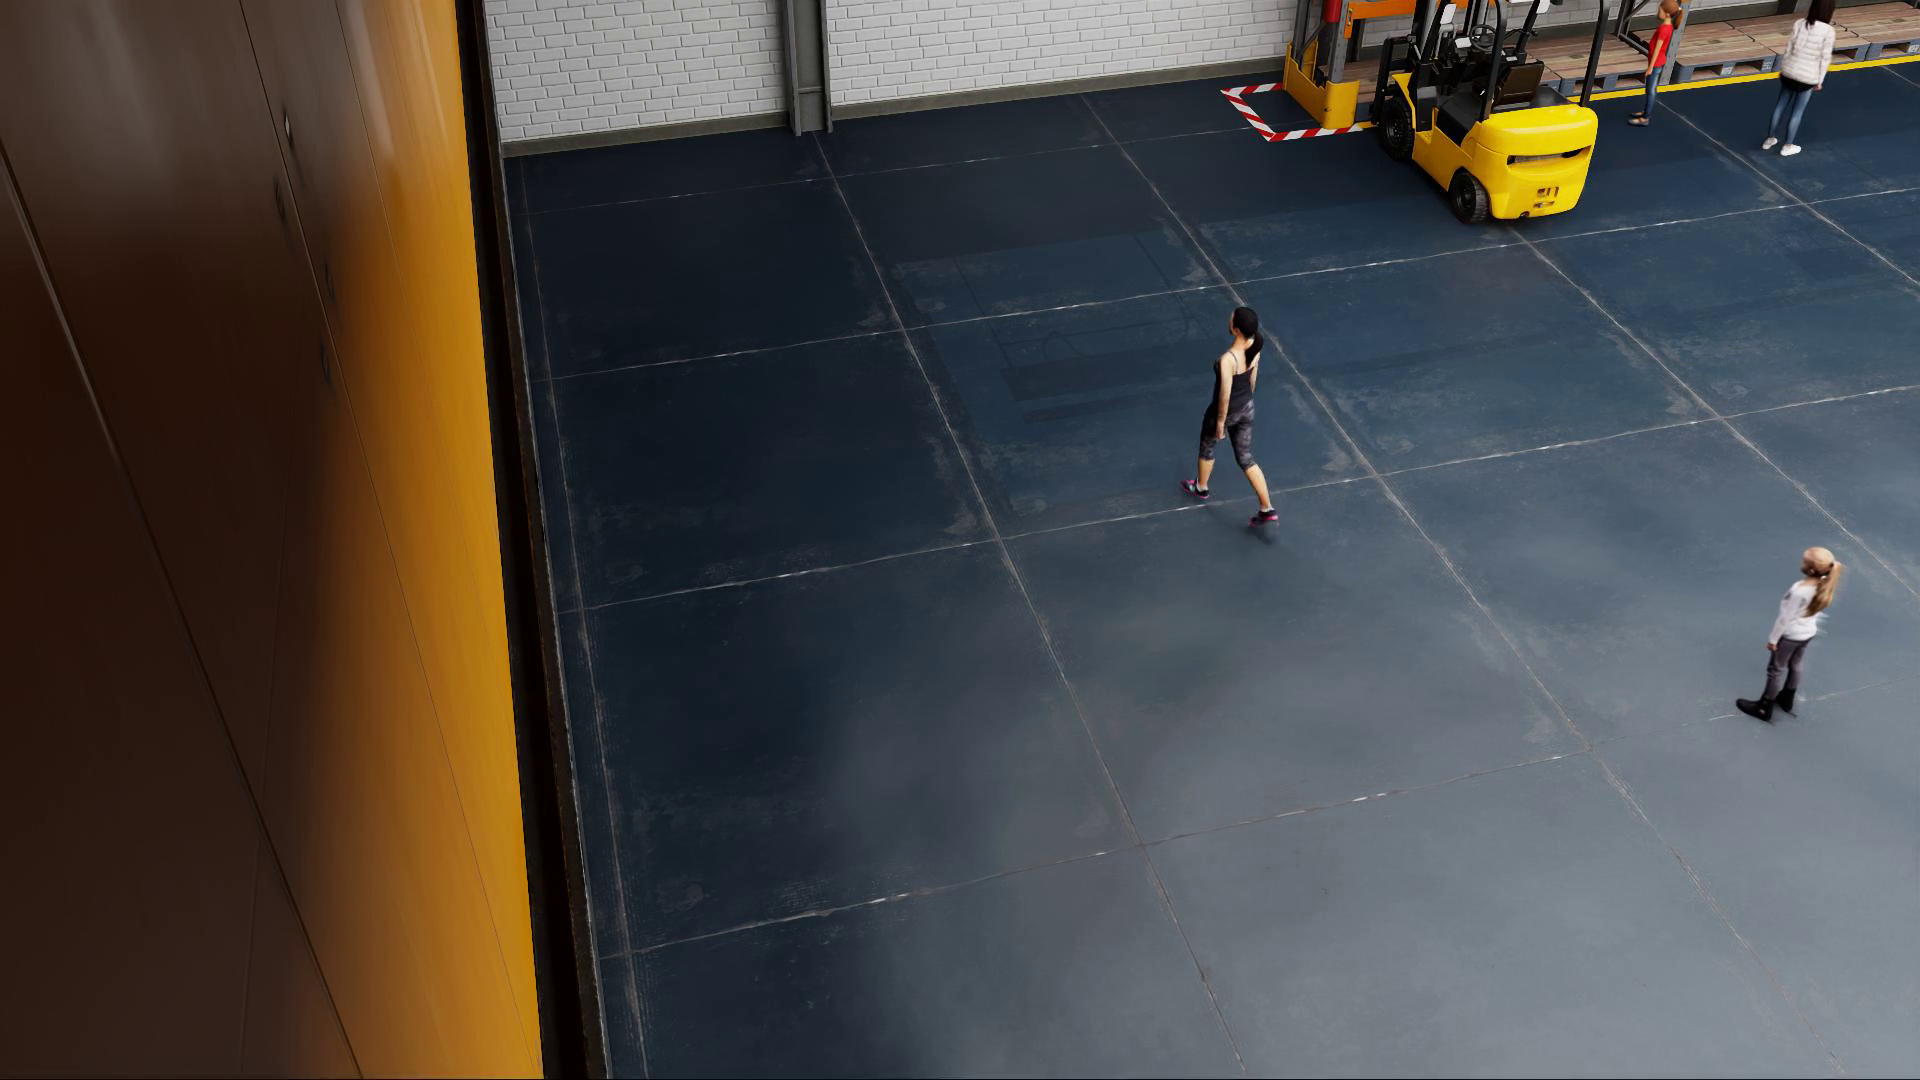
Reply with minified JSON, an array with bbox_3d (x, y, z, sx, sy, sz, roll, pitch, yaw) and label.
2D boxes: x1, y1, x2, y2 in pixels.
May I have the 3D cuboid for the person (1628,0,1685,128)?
[{"bbox_3d":[7.215,-4.940,17.209,0.599,1.306,0.548,15,41,18],"label":"person"}]

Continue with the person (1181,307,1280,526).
[{"bbox_3d":[2.001,-0.840,11.766,1.130,1.691,0.967,-28,46,-30],"label":"person"}]

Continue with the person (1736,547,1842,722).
[{"bbox_3d":[5.194,0.577,10.327,0.482,1.273,0.600,-19,43,-23],"label":"person"}]

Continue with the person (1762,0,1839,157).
[{"bbox_3d":[8.393,-4.657,16.590,0.677,1.636,0.690,-26,45,-28],"label":"person"}]
